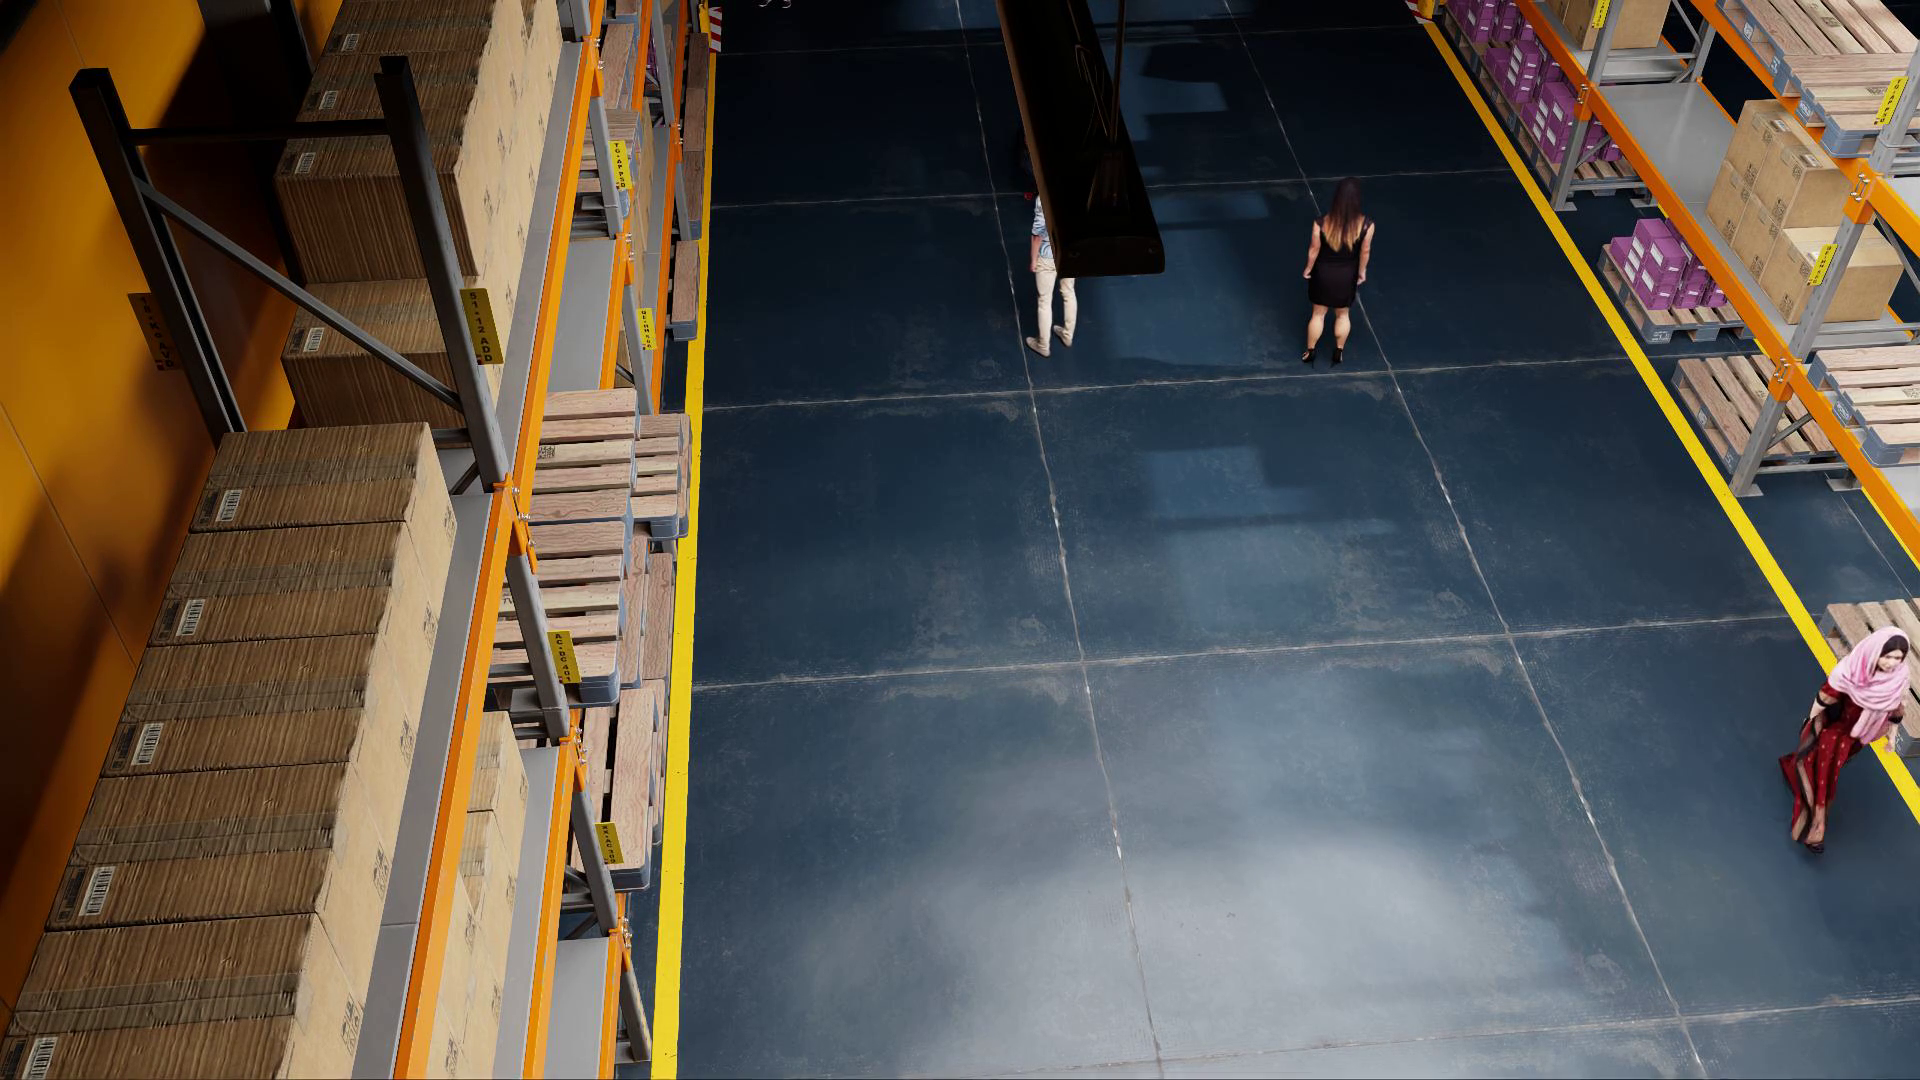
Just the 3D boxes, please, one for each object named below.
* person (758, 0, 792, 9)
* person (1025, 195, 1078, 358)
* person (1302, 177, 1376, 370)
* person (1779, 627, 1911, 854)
[{"bbox_3d":[-2.043,-6.587,18.091,0.573,1.566,0.580,6,44,7],"label":"person"},{"bbox_3d":[0.782,-2.317,13.404,0.724,1.848,0.720,-24,48,-23],"label":"person"},{"bbox_3d":[2.999,-2.105,13.280,0.694,1.712,0.656,4,44,4],"label":"person"},{"bbox_3d":[5.318,1.044,10.034,0.683,1.631,0.989,-2,44,-2],"label":"person"}]
